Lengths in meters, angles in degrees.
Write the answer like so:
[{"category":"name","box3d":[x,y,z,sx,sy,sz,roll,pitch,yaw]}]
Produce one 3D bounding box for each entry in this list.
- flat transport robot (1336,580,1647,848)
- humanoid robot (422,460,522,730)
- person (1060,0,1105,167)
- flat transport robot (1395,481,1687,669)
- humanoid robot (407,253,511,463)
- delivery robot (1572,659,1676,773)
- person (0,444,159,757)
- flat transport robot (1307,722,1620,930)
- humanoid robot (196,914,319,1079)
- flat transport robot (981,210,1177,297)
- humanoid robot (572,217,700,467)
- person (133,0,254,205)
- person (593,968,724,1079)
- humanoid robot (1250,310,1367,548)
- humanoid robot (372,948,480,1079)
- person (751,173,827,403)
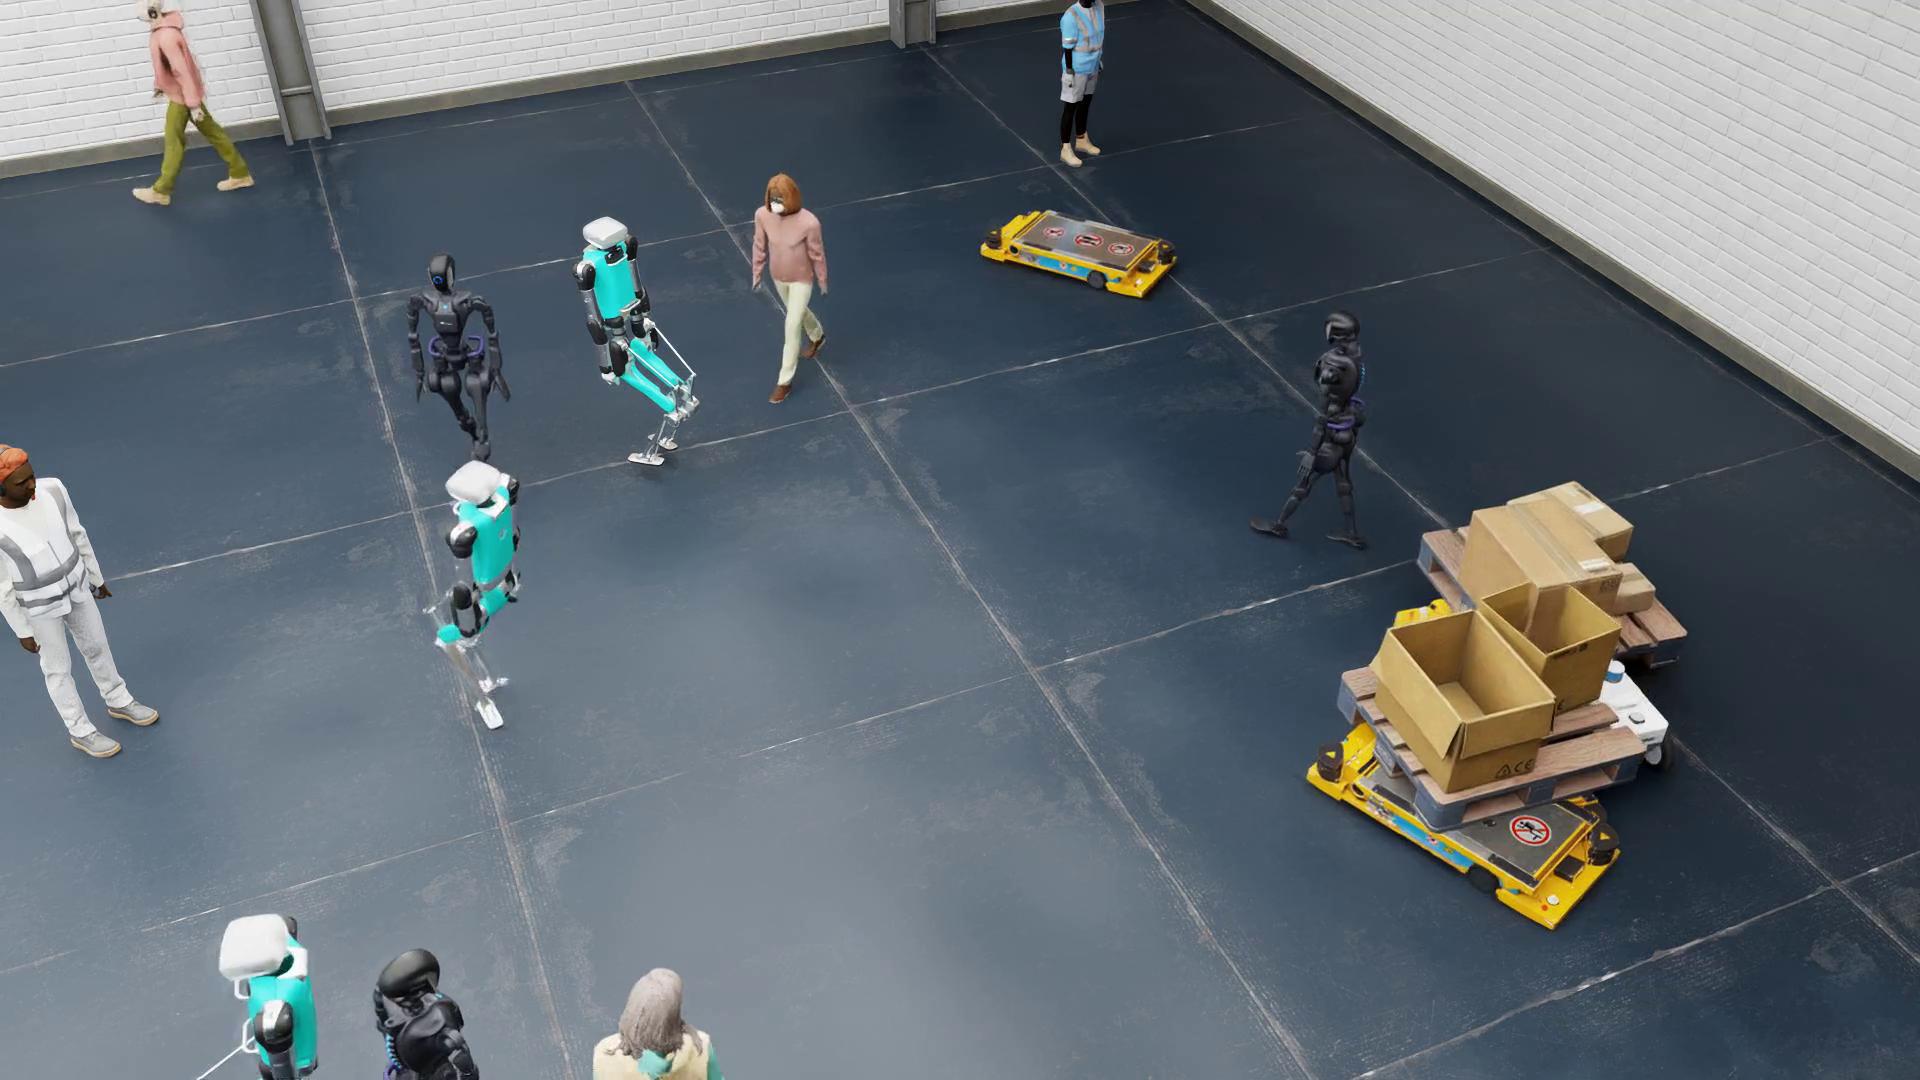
[{"category":"flat transport robot","box3d":[2.729,1.131,8.801,0.659,0.231,1.431,-11,39,-14]},{"category":"humanoid robot","box3d":[-2.613,0.292,8.698,0.819,1.782,0.590,12,39,15]},{"category":"person","box3d":[1.068,-4.109,14.449,0.317,1.696,0.538,25,44,29]},{"category":"flat transport robot","box3d":[3.328,0.499,9.624,1.431,0.231,0.659,-9,38,-11]},{"category":"humanoid robot","box3d":[-3.180,-1.068,10.541,0.601,1.622,0.781,-3,38,-4]},{"category":"delivery robot","box3d":[3.420,0.921,8.848,0.525,0.604,0.775,-9,38,-12]},{"category":"person","box3d":[-4.641,0.306,8.556,0.361,1.880,0.573,14,40,17]},{"category":"flat transport robot","box3d":[2.558,1.368,8.493,1.431,0.231,0.659,31,47,34]},{"category":"humanoid robot","box3d":[-2.667,2.108,6.325,0.912,1.763,0.545,-10,39,-12]},{"category":"flat transport robot","box3d":[0.948,-2.311,13.282,1.431,0.231,0.659,19,42,23]},{"category":"humanoid robot","box3d":[-1.966,-1.202,10.524,0.735,1.677,0.533,18,41,22]},{"category":"person","box3d":[-6.558,-3.682,13.820,0.969,1.786,0.528,-15,40,-19]},{"category":"person","box3d":[-1.114,2.190,6.251,0.497,1.681,0.651,-4,38,-5]},{"category":"humanoid robot","box3d":[2.207,-0.672,10.018,0.699,1.630,0.609,20,42,24]},{"category":"humanoid robot","box3d":[-1.957,2.105,6.376,0.603,1.657,0.385,23,43,27]},{"category":"person","box3d":[-1.168,-1.840,11.582,0.514,1.586,0.856,17,41,21]}]
